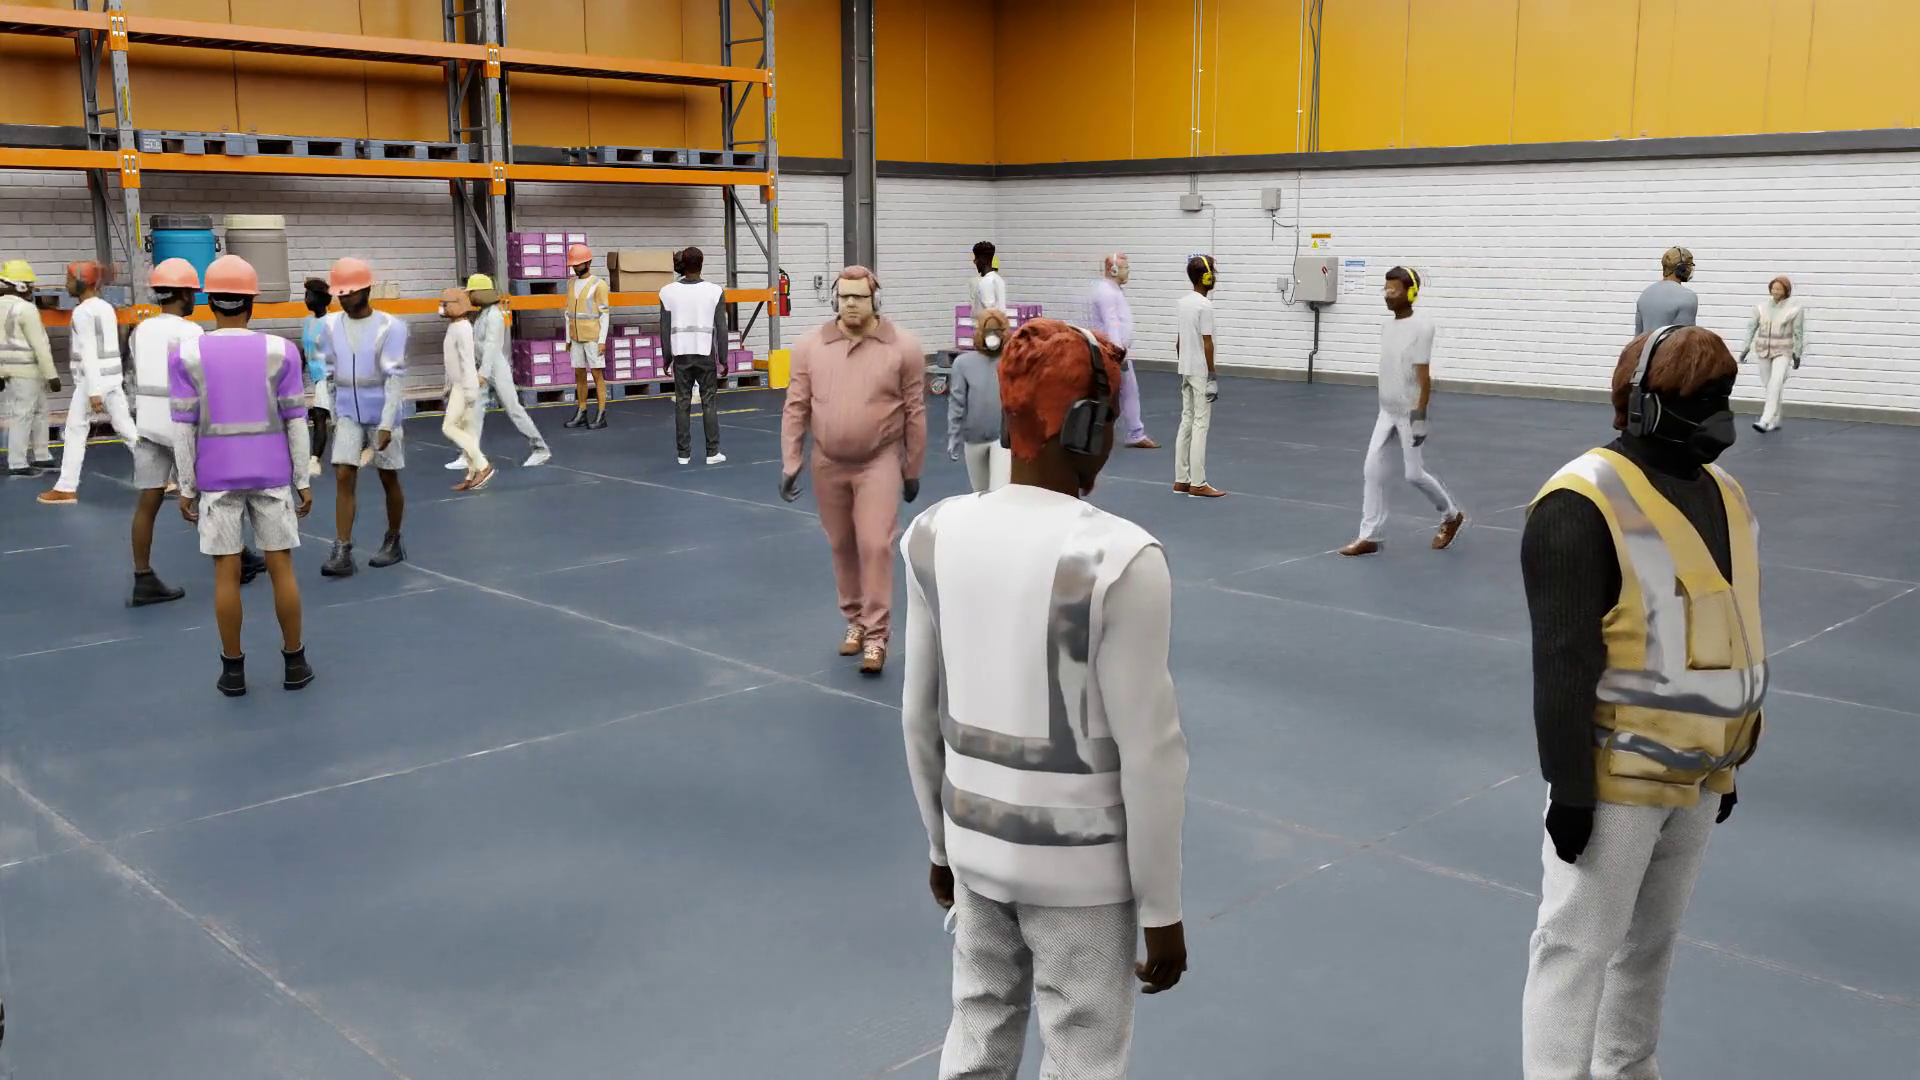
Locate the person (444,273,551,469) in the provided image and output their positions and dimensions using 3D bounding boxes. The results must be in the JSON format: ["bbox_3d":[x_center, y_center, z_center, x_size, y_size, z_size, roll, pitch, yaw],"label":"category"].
[{"bbox_3d":[-4.032,-1.469,14.495,0.887,1.697,0.493,-7,13,-35],"label":"person"}]

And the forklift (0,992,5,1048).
[{"bbox_3d":[-3.245,0.323,3.363,2.313,2.155,1.214,2,11,13],"label":"forklift"}]

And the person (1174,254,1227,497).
[{"bbox_3d":[1.860,-1.267,12.908,0.326,1.876,0.520,-4,11,-21],"label":"person"}]

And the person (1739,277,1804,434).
[{"bbox_3d":[8.306,-1.882,17.036,0.870,1.593,0.531,-8,13,-36],"label":"person"}]

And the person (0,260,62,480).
[{"bbox_3d":[-7.732,-1.420,13.911,0.611,1.806,0.684,7,13,35],"label":"person"}]

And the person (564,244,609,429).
[{"bbox_3d":[-3.927,-2.119,17.408,0.542,1.929,0.373,6,12,28],"label":"person"}]

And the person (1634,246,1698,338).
[{"bbox_3d":[5.470,-1.292,12.868,0.361,1.938,0.635,-3,11,-14],"label":"person"}]

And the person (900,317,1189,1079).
[{"bbox_3d":[0.152,0.563,2.894,0.573,1.887,0.355,9,14,42],"label":"person"}]

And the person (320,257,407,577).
[{"bbox_3d":[-3.566,-0.719,9.877,0.545,1.884,0.902,1,10,6],"label":"person"}]

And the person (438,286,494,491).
[{"bbox_3d":[-3.952,-1.182,13.122,0.355,1.625,0.498,-5,11,-24],"label":"person"}]

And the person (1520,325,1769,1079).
[{"bbox_3d":[1.434,0.479,3.476,0.622,1.845,0.429,-8,13,-36],"label":"person"}]

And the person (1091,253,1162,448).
[{"bbox_3d":[1.390,-1.781,15.781,0.991,1.870,0.633,3,11,18],"label":"person"}]

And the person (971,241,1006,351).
[{"bbox_3d":[0.295,-2.134,17.386,0.370,1.963,0.608,2,11,12],"label":"person"}]

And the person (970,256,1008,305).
[{"bbox_3d":[0.414,-3.270,24.247,0.548,1.716,0.891,-1,10,-8],"label":"person"}]

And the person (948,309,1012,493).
[{"bbox_3d":[0.197,-0.611,10.100,0.495,1.592,0.870,2,11,11],"label":"person"}]

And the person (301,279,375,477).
[{"bbox_3d":[-5.342,-1.389,14.157,0.839,1.660,0.536,-10,14,-44],"label":"person"}]

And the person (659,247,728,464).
[{"bbox_3d":[-2.350,-1.625,14.743,0.599,1.916,0.377,0,10,1],"label":"person"}]

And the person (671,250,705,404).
[{"bbox_3d":[-3.288,-2.559,20.046,0.428,1.840,0.631,-7,13,-34],"label":"person"}]

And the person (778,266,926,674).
[{"bbox_3d":[-0.523,-0.323,7.770,0.651,1.875,0.868,2,11,11],"label":"person"}]

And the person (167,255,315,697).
[{"bbox_3d":[-3.164,-0.280,7.356,0.552,1.935,0.373,-5,11,-23],"label":"person"}]

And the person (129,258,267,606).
[{"bbox_3d":[-4.334,-0.623,9.351,0.556,1.882,0.989,4,11,22],"label":"person"}]

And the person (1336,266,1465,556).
[{"bbox_3d":[2.848,-0.807,10.524,0.867,1.837,0.524,-5,11,-24],"label":"person"}]

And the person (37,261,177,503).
[{"bbox_3d":[-6.492,-1.184,12.579,1.006,1.836,0.585,0,10,-3],"label":"person"}]
